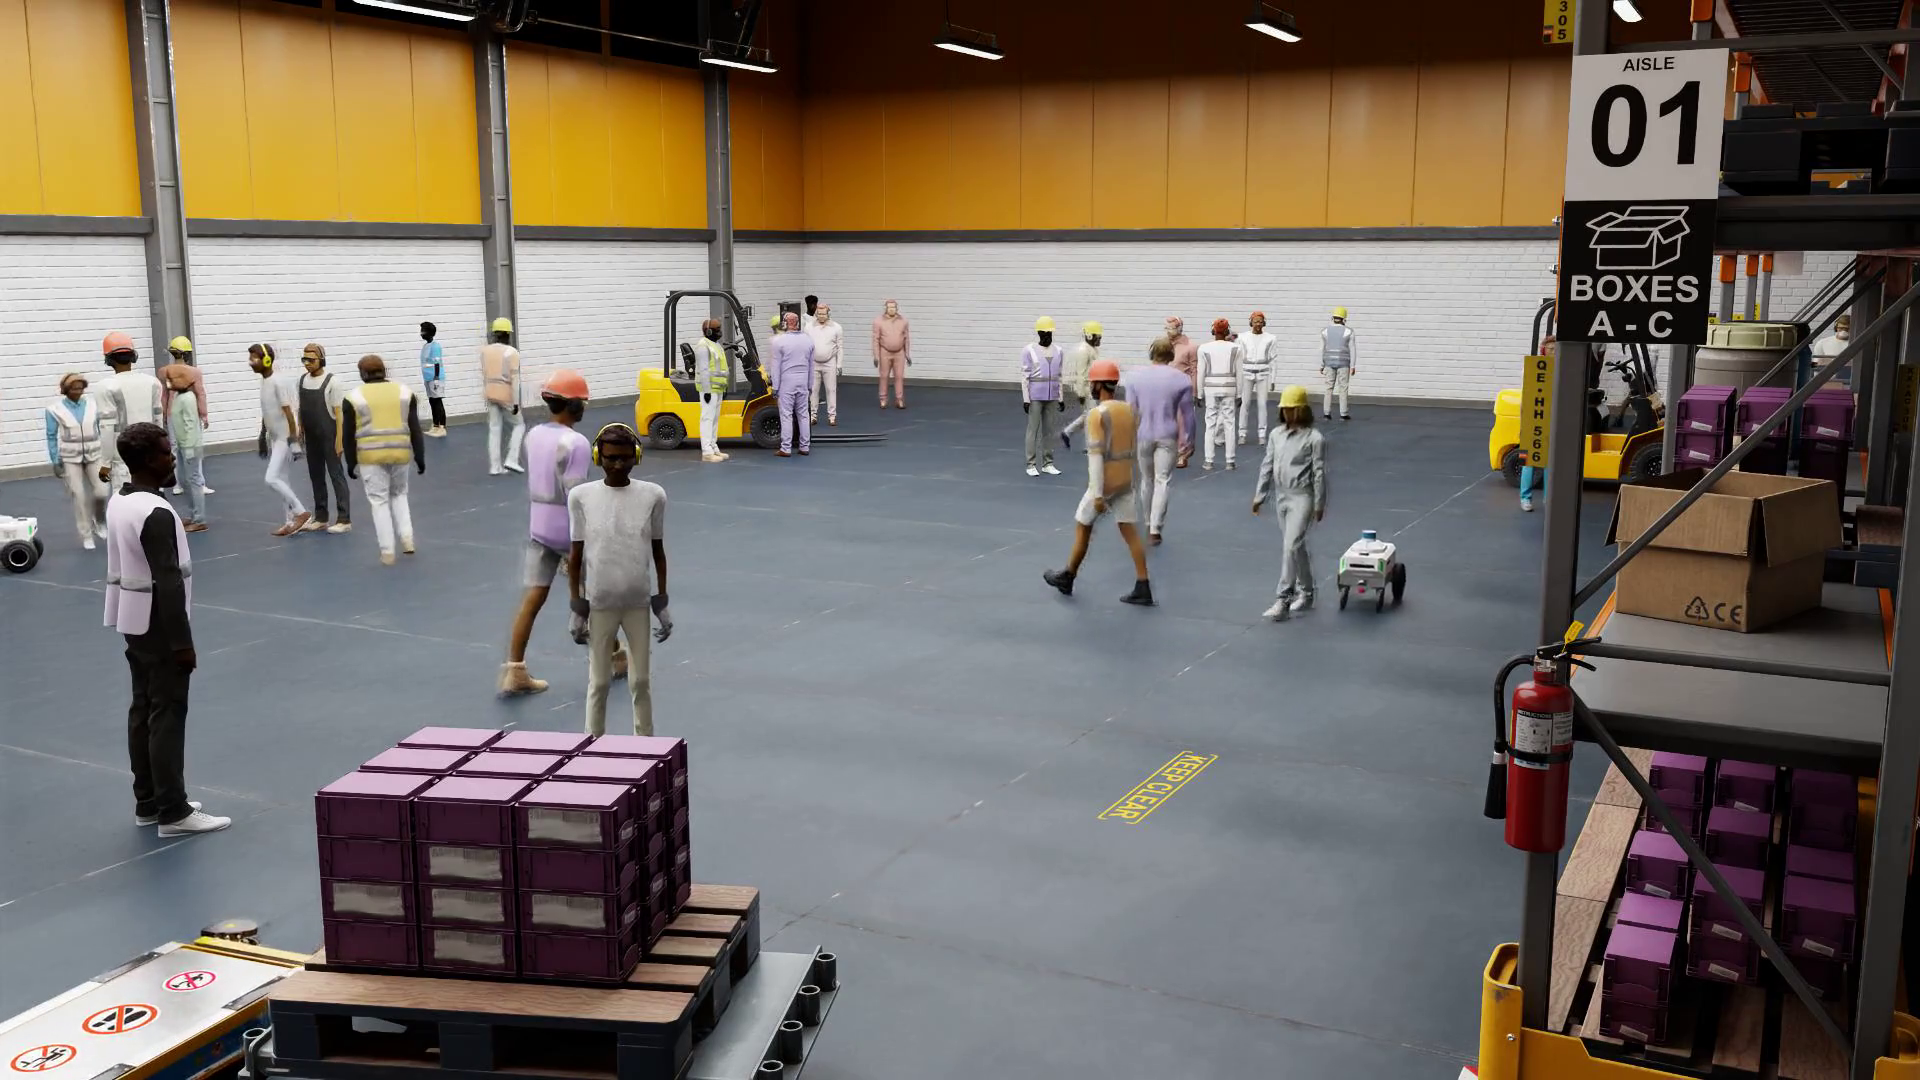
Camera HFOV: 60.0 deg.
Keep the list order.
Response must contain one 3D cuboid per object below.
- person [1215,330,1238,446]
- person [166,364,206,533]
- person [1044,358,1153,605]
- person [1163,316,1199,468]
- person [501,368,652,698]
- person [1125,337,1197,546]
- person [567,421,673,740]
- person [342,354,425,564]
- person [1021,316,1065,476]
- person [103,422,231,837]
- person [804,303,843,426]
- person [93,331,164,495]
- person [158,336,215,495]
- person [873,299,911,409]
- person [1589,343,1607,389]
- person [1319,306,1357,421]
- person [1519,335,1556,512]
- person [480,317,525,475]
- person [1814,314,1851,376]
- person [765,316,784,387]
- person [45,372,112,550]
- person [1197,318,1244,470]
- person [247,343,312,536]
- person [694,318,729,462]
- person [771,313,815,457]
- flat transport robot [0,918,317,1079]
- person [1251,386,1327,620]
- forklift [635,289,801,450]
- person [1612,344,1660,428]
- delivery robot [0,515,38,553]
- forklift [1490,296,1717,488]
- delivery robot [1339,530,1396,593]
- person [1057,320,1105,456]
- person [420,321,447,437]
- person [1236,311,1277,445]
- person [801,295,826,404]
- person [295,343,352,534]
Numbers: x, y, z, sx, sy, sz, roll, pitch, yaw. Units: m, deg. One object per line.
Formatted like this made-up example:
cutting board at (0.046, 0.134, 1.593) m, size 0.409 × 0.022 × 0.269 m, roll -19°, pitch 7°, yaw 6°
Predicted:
person at (3.682, -2.117, 23.164) m, size 0.363 × 1.625 × 0.582 m, roll 2°, pitch 10°, yaw 12°
person at (-7.468, -0.882, 16.050) m, size 0.295 × 1.624 × 0.514 m, roll -7°, pitch 12°, yaw -35°
person at (1.106, -0.456, 12.838) m, size 0.553 × 1.879 × 1.032 m, roll -9°, pitch 14°, yaw -43°
person at (2.674, -1.849, 20.845) m, size 0.643 × 1.901 × 0.400 m, roll 7°, pitch 12°, yaw 34°
person at (-2.403, -0.056, 10.216) m, size 0.629 × 1.987 × 1.073 m, roll 8°, pitch 12°, yaw 38°
person at (1.886, -0.938, 15.567) m, size 0.652 × 1.894 × 0.968 m, roll 3°, pitch 10°, yaw 17°
person at (-1.694, 0.338, 8.291) m, size 0.509 × 1.865 × 0.329 m, roll -3°, pitch 10°, yaw -18°
person at (-5.005, -0.691, 14.419) m, size 0.647 × 1.815 × 0.476 m, roll -7°, pitch 12°, yaw -34°
person at (1.013, -1.738, 20.118) m, size 0.585 × 1.928 × 0.368 m, roll -6°, pitch 11°, yaw -31°
person at (-3.715, 0.414, 7.682) m, size 0.592 × 1.922 × 0.392 m, roll 10°, pitch 14°, yaw 44°
person at (-2.139, -2.722, 25.891) m, size 0.639 × 1.904 × 0.407 m, roll 0°, pitch 10°, yaw 2°
person at (-6.900, -0.706, 13.822) m, size 0.394 × 2.040 × 0.609 m, roll 5°, pitch 11°, yaw 25°
person at (-8.600, -1.371, 18.465) m, size 0.534 × 1.767 × 0.319 m, roll 1°, pitch 10°, yaw 5°
person at (-1.176, -3.204, 28.686) m, size 0.653 × 1.906 × 0.403 m, roll -2°, pitch 10°, yaw -13°
person at (8.529, -2.298, 23.033) m, size 0.688 × 2.000 × 0.539 m, roll -1°, pitch 10°, yaw -6°
person at (6.058, -2.820, 26.655) m, size 0.600 × 1.831 × 0.404 m, roll 5°, pitch 11°, yaw 27°
person at (6.103, -1.220, 17.356) m, size 0.570 × 1.843 × 0.372 m, roll -1°, pitch 10°, yaw -7°
person at (-5.538, -1.735, 20.172) m, size 0.598 × 1.909 × 0.530 m, roll 4°, pitch 10°, yaw 20°
person at (10.864, -1.819, 20.575) m, size 0.628 × 1.934 × 0.373 m, roll 4°, pitch 11°, yaw 23°
person at (-2.703, -2.595, 25.681) m, size 0.686 × 1.733 × 0.467 m, roll -8°, pitch 13°, yaw -40°
person at (-7.969, -0.719, 15.093) m, size 0.542 × 1.620 × 0.429 m, roll -7°, pitch 12°, yaw -37°
person at (3.226, -1.806, 20.642) m, size 0.573 × 1.883 × 0.353 m, roll 1°, pitch 10°, yaw 7°
person at (-6.422, -0.930, 15.688) m, size 0.432 × 1.842 × 0.596 m, roll -9°, pitch 13°, yaw -42°
person at (-3.197, -1.938, 21.528) m, size 0.430 × 1.845 × 0.619 m, roll 1°, pitch 10°, yaw 8°
person at (-2.228, -2.050, 22.018) m, size 0.644 × 1.903 × 0.401 m, roll -8°, pitch 13°, yaw -39°
flat transport robot at (-2.686, 1.623, 5.455) m, size 0.652 × 0.197 × 1.431 m, roll 4°, pitch 10°, yaw 20°
person at (2.399, -0.272, 12.281) m, size 0.822 × 1.710 × 0.498 m, roll -7°, pitch 12°, yaw -36°
forklift at (-3.358, -2.392, 23.136) m, size 2.313 × 2.155 × 1.214 m, roll -1°, pitch 10°, yaw -5°
person at (10.156, -2.534, 24.822) m, size 0.969 × 1.898 × 0.553 m, roll -6°, pitch 12°, yaw -32°
delivery robot at (-8.209, -0.051, 14.054) m, size 0.707 × 0.478 × 0.477 m, roll -4°, pitch 11°, yaw -23°
forklift at (7.296, -1.677, 18.993) m, size 2.313 × 2.155 × 1.214 m, roll 5°, pitch 11°, yaw 27°
delivery robot at (3.137, 0.169, 12.777) m, size 0.477 × 0.478 × 0.707 m, roll 4°, pitch 11°, yaw 21°
person at (1.628, -2.006, 22.008) m, size 0.606 × 1.810 × 0.591 m, roll 2°, pitch 10°, yaw 13°
person at (-7.721, -2.350, 24.354) m, size 0.320 × 1.690 × 0.537 m, roll -7°, pitch 12°, yaw -36°
person at (4.144, -2.269, 23.330) m, size 0.573 × 1.879 × 0.350 m, roll 1°, pitch 10°, yaw 8°
person at (-2.641, -3.363, 29.471) m, size 0.390 × 1.953 × 0.609 m, roll 6°, pitch 12°, yaw 33°
person at (-6.126, -0.970, 15.958) m, size 0.503 × 1.838 × 0.349 m, roll 4°, pitch 10°, yaw 20°
